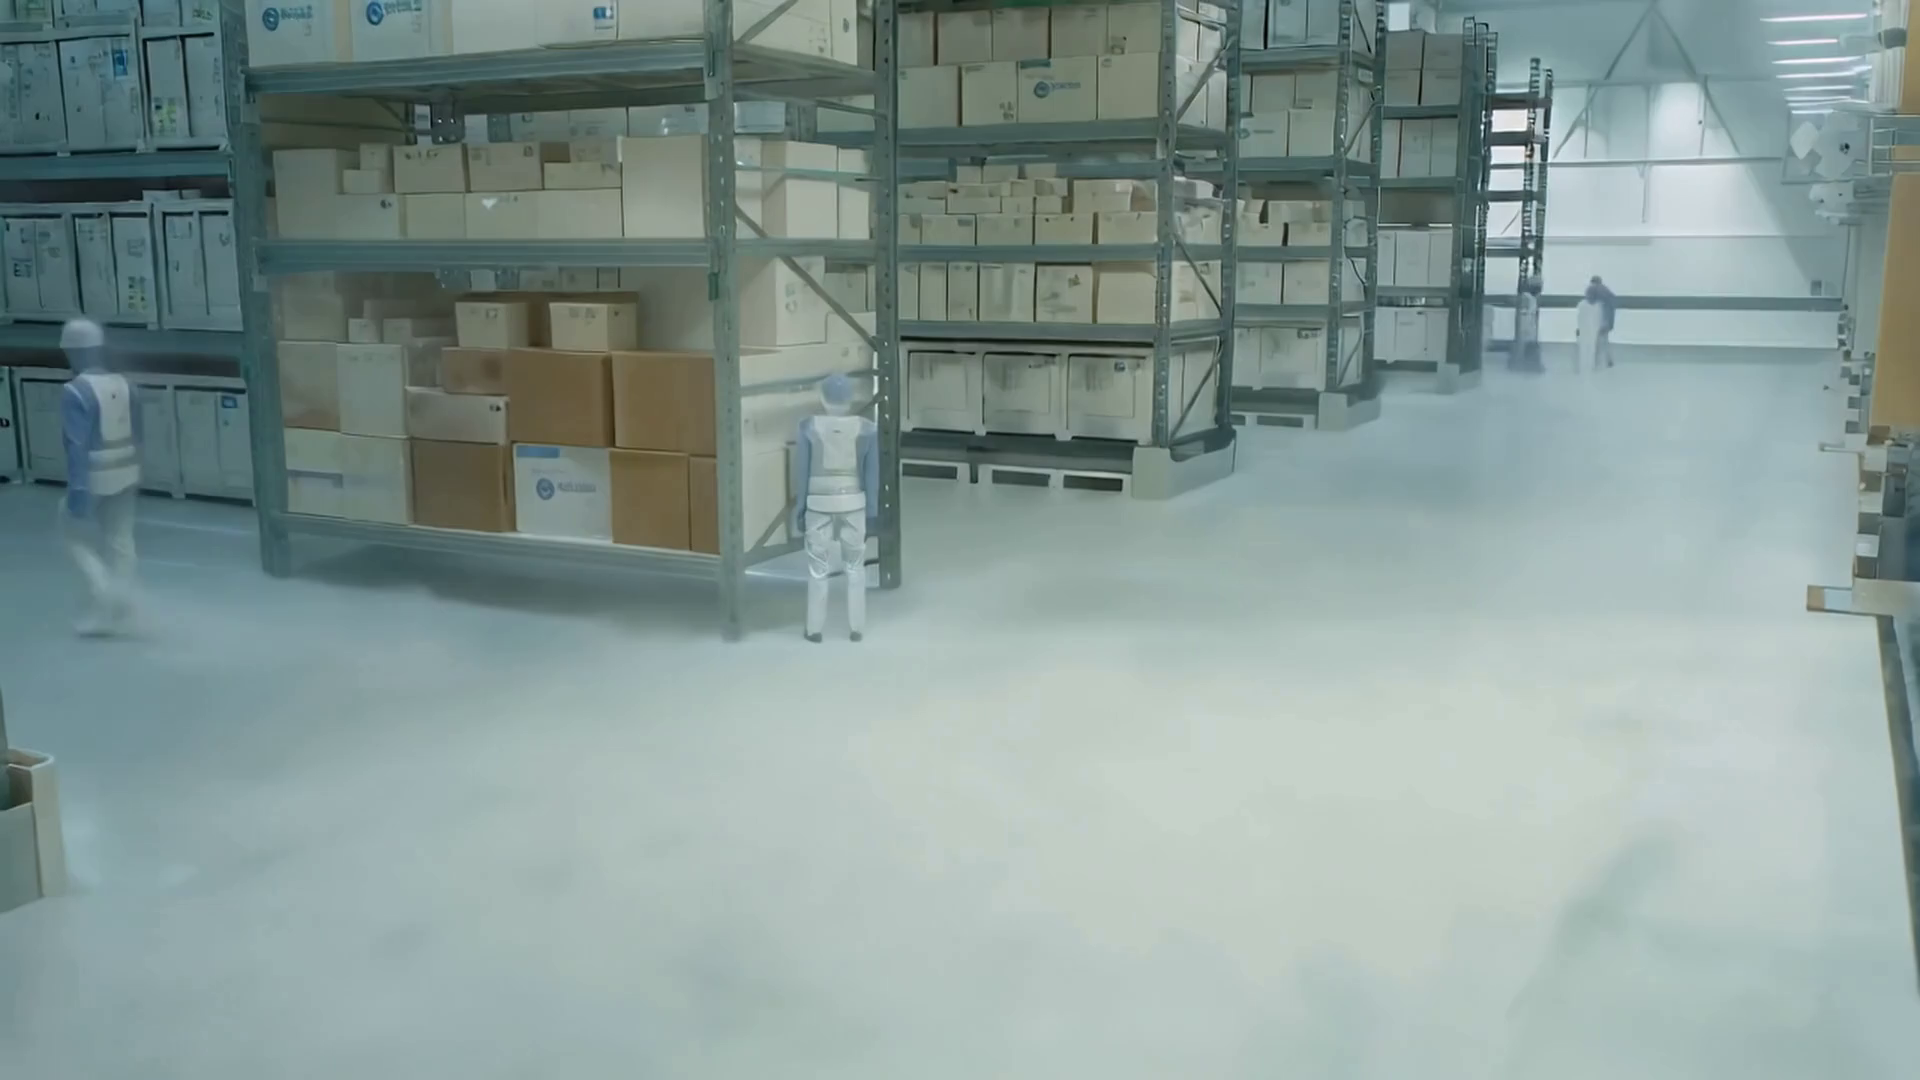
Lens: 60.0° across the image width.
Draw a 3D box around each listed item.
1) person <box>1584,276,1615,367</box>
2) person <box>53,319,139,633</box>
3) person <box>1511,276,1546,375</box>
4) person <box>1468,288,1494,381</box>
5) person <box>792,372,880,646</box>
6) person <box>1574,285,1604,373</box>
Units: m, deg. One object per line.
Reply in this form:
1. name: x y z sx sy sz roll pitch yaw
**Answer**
1. person: 13.020 -4.441 33.877 0.656 1.877 0.558 -1 10 -7
2. person: -5.267 -0.376 10.160 0.443 1.929 0.625 3 10 14
3. person: 10.901 -4.083 31.759 0.570 1.881 0.799 -9 14 -44
4. person: 9.501 -3.734 30.284 0.515 1.705 0.658 -1 10 -5
5. person: -0.732 -0.178 9.897 0.525 1.632 0.312 -2 10 -14
6. person: 12.260 -4.127 32.493 0.565 1.722 0.739 1 10 4
